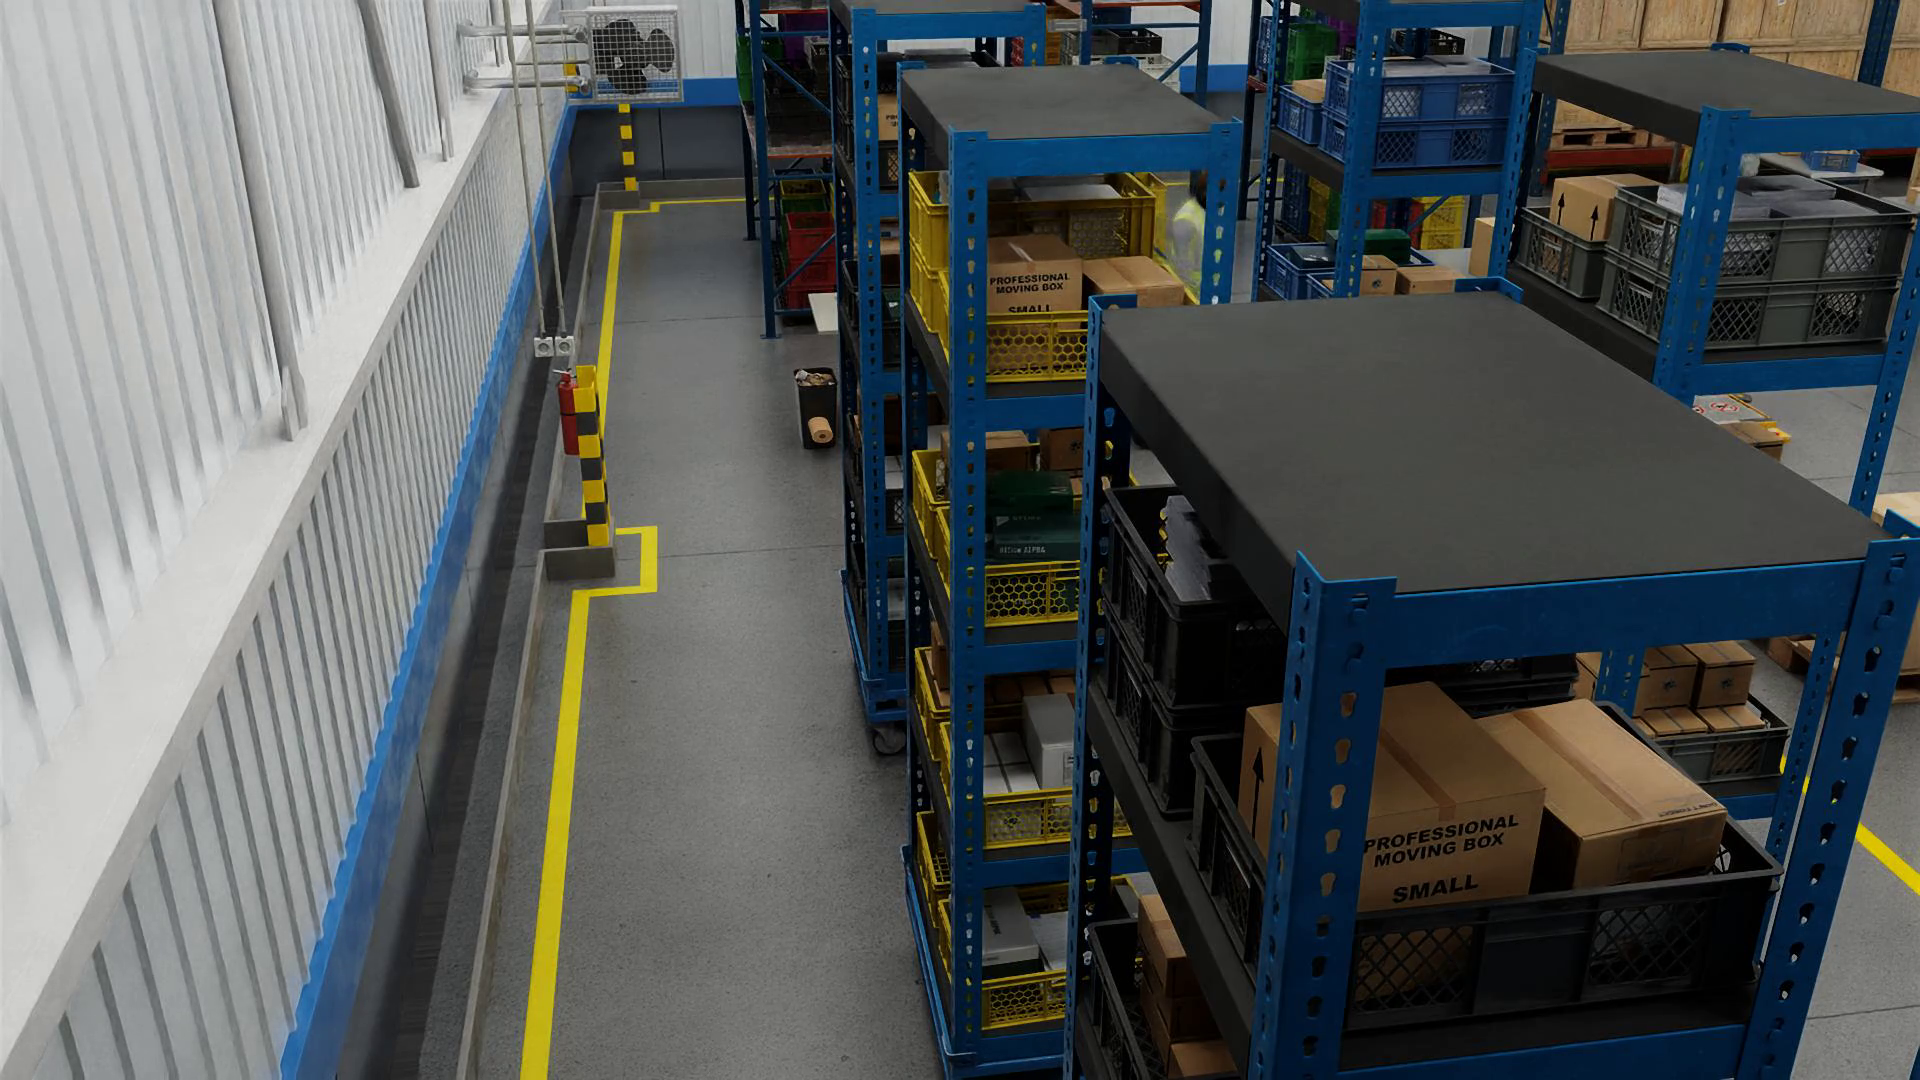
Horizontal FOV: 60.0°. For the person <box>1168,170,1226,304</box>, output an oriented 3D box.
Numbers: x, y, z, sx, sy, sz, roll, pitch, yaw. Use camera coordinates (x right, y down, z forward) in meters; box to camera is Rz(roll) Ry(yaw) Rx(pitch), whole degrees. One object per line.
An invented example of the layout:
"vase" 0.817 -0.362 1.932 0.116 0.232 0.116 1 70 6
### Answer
"person" 1.835 -1.917 12.616 0.638 1.806 0.679 -22 33 -39
